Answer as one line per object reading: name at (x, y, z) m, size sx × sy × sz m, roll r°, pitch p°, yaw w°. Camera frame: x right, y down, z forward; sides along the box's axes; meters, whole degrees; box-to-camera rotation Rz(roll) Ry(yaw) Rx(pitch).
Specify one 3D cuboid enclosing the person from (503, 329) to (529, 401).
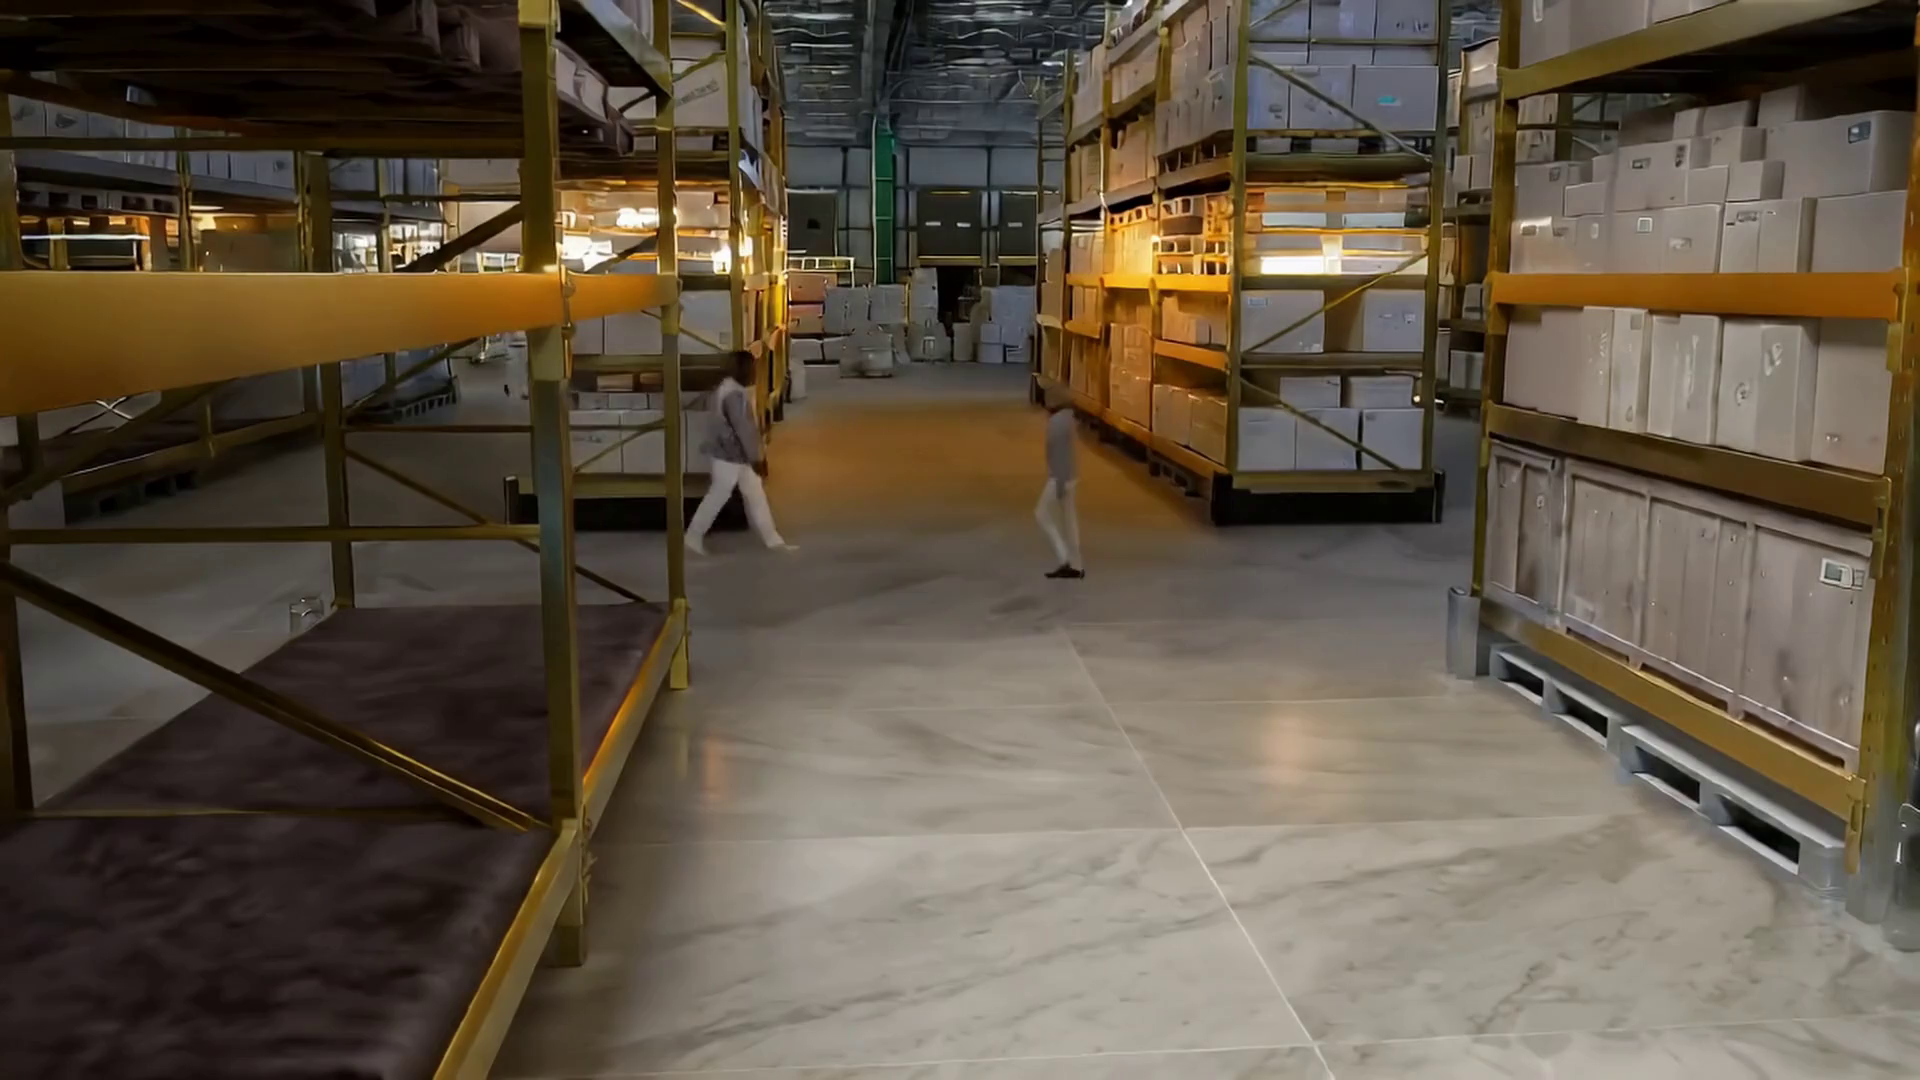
person at (-8.496, -3.606, 31.948) m, size 0.662 × 1.863 × 0.597 m, roll 8°, pitch 12°, yaw 43°

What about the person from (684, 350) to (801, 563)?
person at (-1.896, -0.698, 13.954) m, size 1.013 × 1.791 × 0.625 m, roll -1°, pitch 9°, yaw -6°

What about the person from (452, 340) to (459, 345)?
person at (-16.953, -7.464, 55.949) m, size 0.361 × 1.937 × 0.634 m, roll -5°, pitch 10°, yaw -27°

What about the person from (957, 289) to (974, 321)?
person at (0.195, -7.672, 57.287) m, size 0.594 × 1.924 × 0.383 m, roll -1°, pitch 9°, yaw -3°

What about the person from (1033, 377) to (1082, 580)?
person at (0.785, -0.469, 13.015) m, size 0.397 × 1.617 × 0.527 m, roll 3°, pitch 9°, yaw 16°
